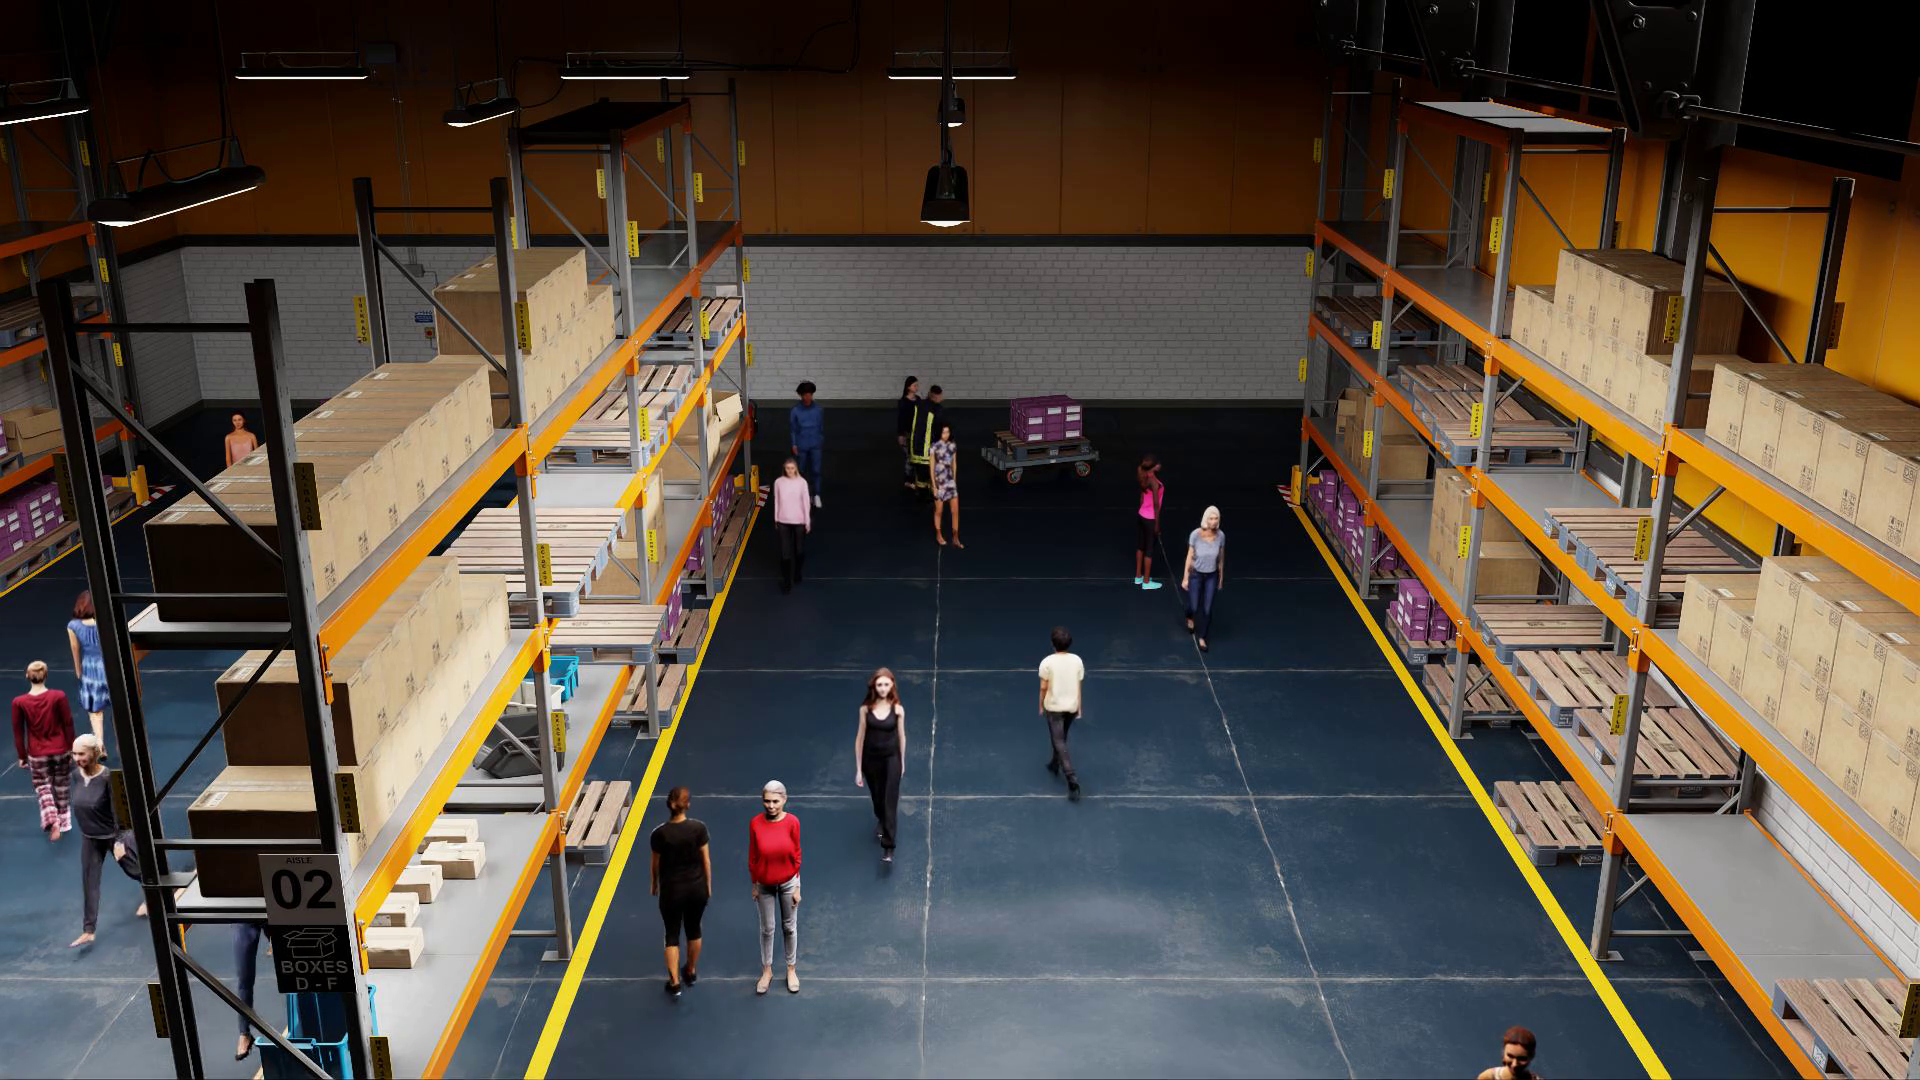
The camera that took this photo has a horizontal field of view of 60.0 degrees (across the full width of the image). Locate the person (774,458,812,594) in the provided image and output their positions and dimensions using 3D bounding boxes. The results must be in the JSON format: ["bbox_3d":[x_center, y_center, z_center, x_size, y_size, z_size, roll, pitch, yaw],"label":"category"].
[{"bbox_3d":[-2.083,-0.231,20.793,0.599,1.664,0.923,0,19,0],"label":"person"}]

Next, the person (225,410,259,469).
[{"bbox_3d":[-9.609,-0.853,22.380,0.646,1.832,0.630,-7,20,-21],"label":"person"}]

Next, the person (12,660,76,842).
[{"bbox_3d":[-7.959,1.868,14.533,0.832,1.682,0.952,-9,21,-26],"label":"person"}]

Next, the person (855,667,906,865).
[{"bbox_3d":[-0.689,1.894,14.452,0.571,1.684,1.126,0,19,0],"label":"person"}]

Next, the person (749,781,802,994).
[{"bbox_3d":[-1.370,2.574,12.419,0.555,1.694,0.553,-1,19,-4],"label":"person"}]

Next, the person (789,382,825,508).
[{"bbox_3d":[-2.235,-1.415,24.134,0.890,1.777,1.203,-5,19,-15],"label":"person"}]

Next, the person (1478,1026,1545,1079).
[{"bbox_3d":[3.094,3.529,9.431,0.646,1.789,0.627,6,19,17],"label":"person"}]

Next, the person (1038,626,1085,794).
[{"bbox_3d":[0.975,1.611,15.502,0.836,1.551,1.087,-7,20,-21],"label":"person"}]

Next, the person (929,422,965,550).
[{"bbox_3d":[-0.271,-0.750,22.259,0.806,1.714,0.942,-9,21,-25],"label":"person"}]

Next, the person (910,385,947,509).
[{"bbox_3d":[-0.498,-1.377,23.965,0.940,1.813,0.959,6,20,18],"label":"person"}]

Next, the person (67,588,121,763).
[{"bbox_3d":[-8.195,1.349,15.903,0.788,1.792,0.911,-6,20,-18],"label":"person"}]

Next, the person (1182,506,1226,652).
[{"bbox_3d":[2.742,0.397,18.878,0.651,1.697,0.803,-2,19,-7],"label":"person"}]

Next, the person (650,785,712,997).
[{"bbox_3d":[-2.039,2.626,12.335,0.693,1.649,0.768,-6,20,-17],"label":"person"}]

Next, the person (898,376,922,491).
[{"bbox_3d":[-0.779,-1.605,24.777,0.807,1.725,0.723,12,22,31],"label":"person"}]

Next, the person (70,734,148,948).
[{"bbox_3d":[-6.735,2.305,13.238,0.773,1.681,1.139,4,19,11],"label":"person"}]

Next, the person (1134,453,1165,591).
[{"bbox_3d":[2.353,-0.253,20.765,0.678,1.724,0.568,-6,19,-17],"label":"person"}]
